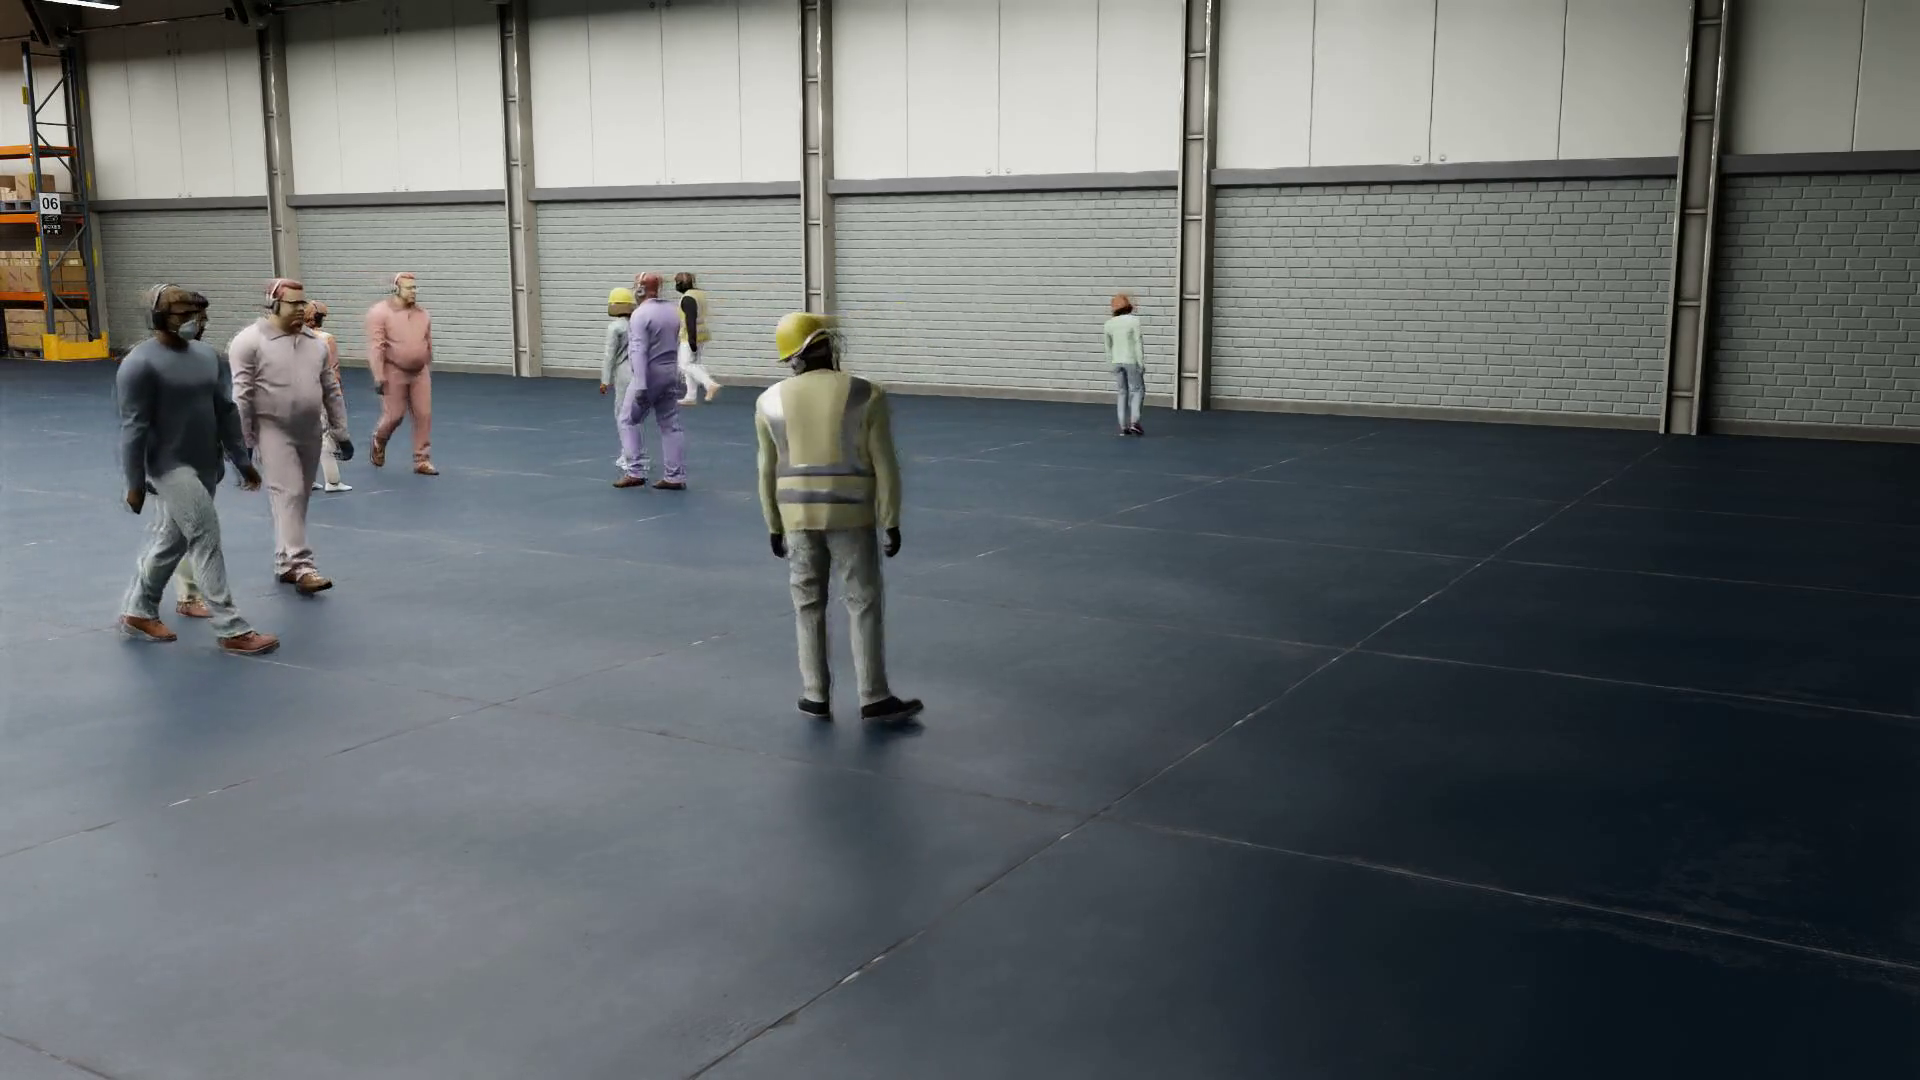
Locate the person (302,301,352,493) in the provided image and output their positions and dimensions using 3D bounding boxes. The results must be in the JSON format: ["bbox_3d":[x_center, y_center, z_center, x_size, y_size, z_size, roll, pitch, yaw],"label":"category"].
[{"bbox_3d":[-5.515,-1.222,14.259,0.513,1.642,0.313,4,10,22],"label":"person"}]

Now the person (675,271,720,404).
[{"bbox_3d":[-3.602,-2.729,22.565,0.548,1.823,0.654,0,10,-1],"label":"person"}]

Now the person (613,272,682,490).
[{"bbox_3d":[-2.724,-1.366,14.387,0.706,1.881,0.664,5,11,26],"label":"person"}]

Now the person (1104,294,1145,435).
[{"bbox_3d":[1.868,-1.979,18.809,0.573,1.598,0.318,7,12,37],"label":"person"}]

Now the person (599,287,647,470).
[{"bbox_3d":[-3.223,-1.520,15.774,0.613,1.723,0.492,3,10,19],"label":"person"}]

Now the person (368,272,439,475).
[{"bbox_3d":[-5.182,-1.544,15.431,0.690,1.882,0.655,9,13,42],"label":"person"}]

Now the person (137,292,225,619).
[{"bbox_3d":[-4.451,-0.486,9.417,0.698,1.840,0.546,5,11,25],"label":"person"}]

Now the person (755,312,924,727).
[{"bbox_3d":[-0.523,-0.090,7.230,0.729,1.782,0.440,2,10,10],"label":"person"}]

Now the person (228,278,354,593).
[{"bbox_3d":[-3.937,-0.620,10.022,0.796,1.877,0.662,6,11,30],"label":"person"}]

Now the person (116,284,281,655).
[{"bbox_3d":[-3.988,-0.361,8.524,1.005,1.893,0.632,2,10,11],"label":"person"}]
